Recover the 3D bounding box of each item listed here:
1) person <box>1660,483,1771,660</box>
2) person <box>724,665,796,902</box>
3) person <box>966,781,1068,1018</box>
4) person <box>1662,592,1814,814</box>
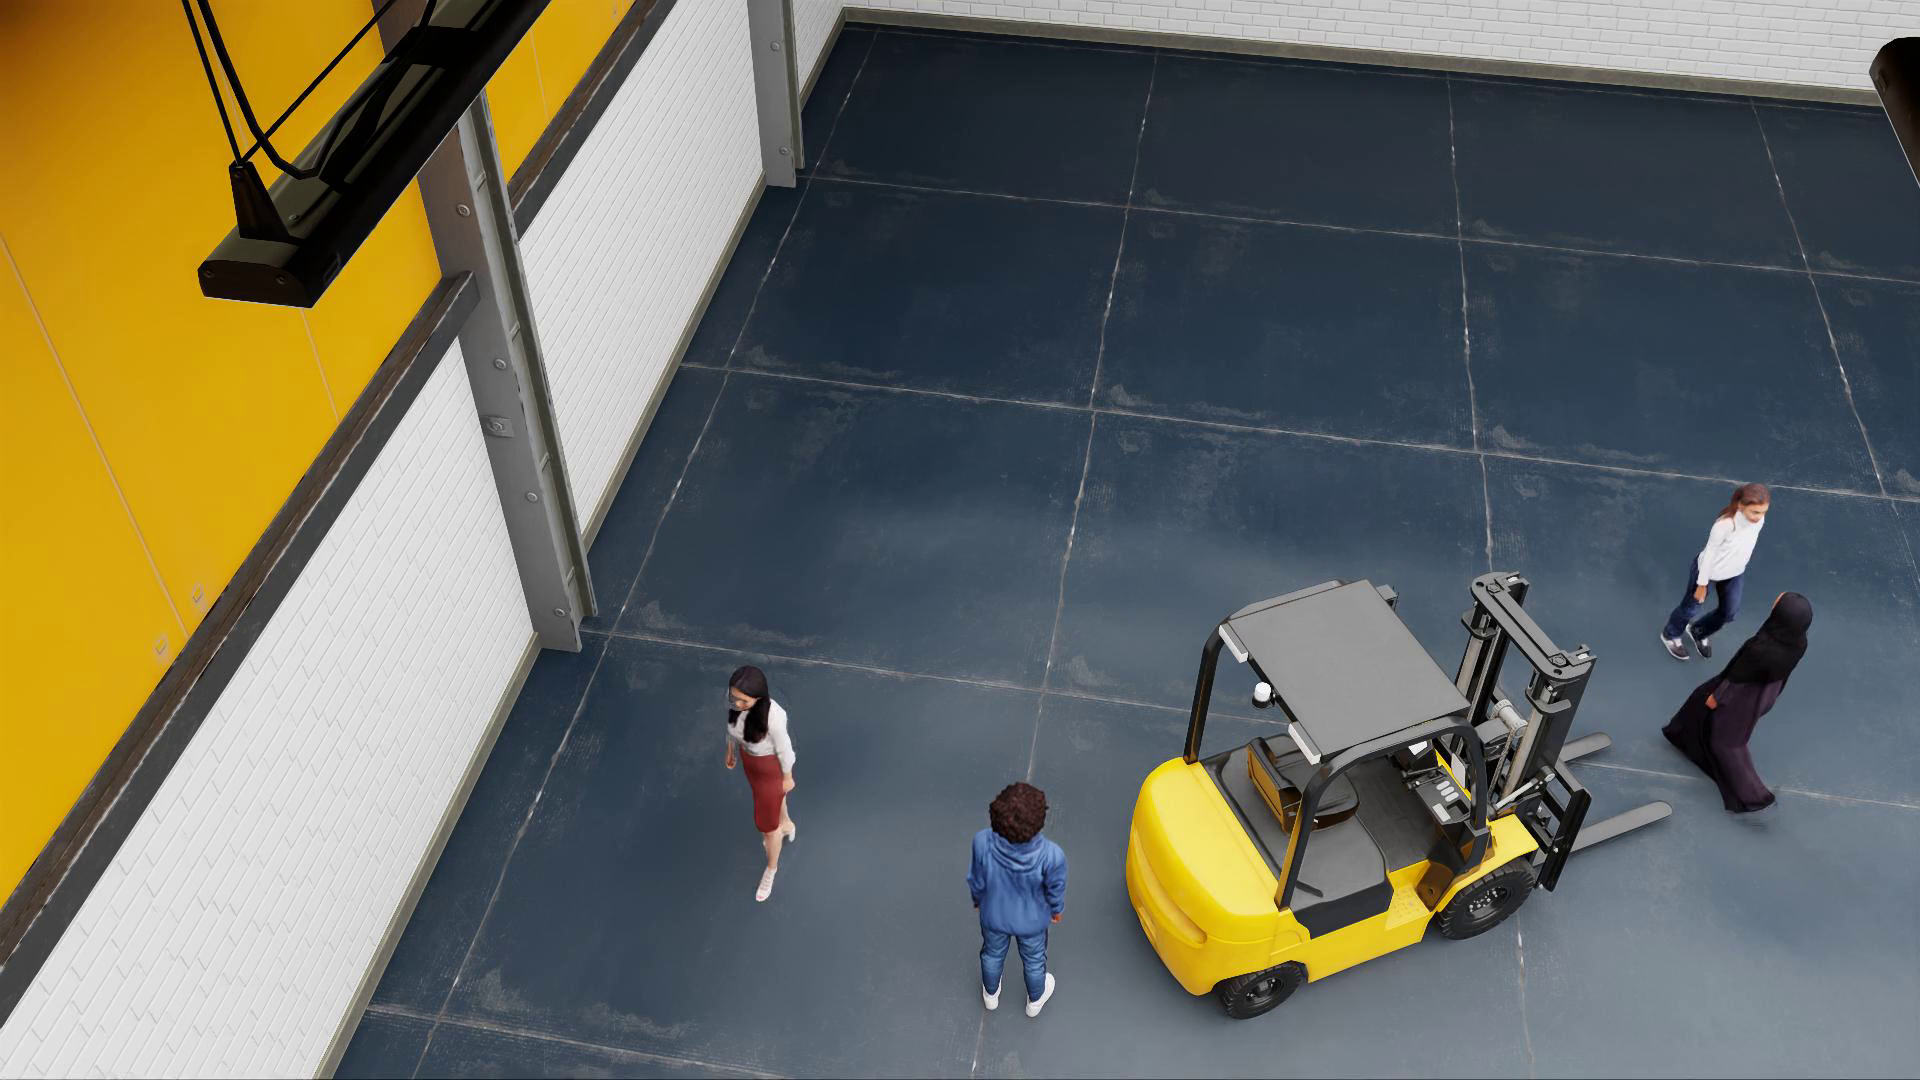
[{"bbox_3d":[4.902,0.149,10.856,0.676,1.539,0.706,-9,44,-10],"label":"person"},{"bbox_3d":[-1.109,1.274,9.531,0.868,1.738,0.800,-32,52,-29],"label":"person"},{"bbox_3d":[0.293,1.921,8.800,0.681,1.809,0.556,9,44,9],"label":"person"},{"bbox_3d":[4.763,0.970,9.954,1.015,1.595,1.104,-24,48,-23],"label":"person"}]
